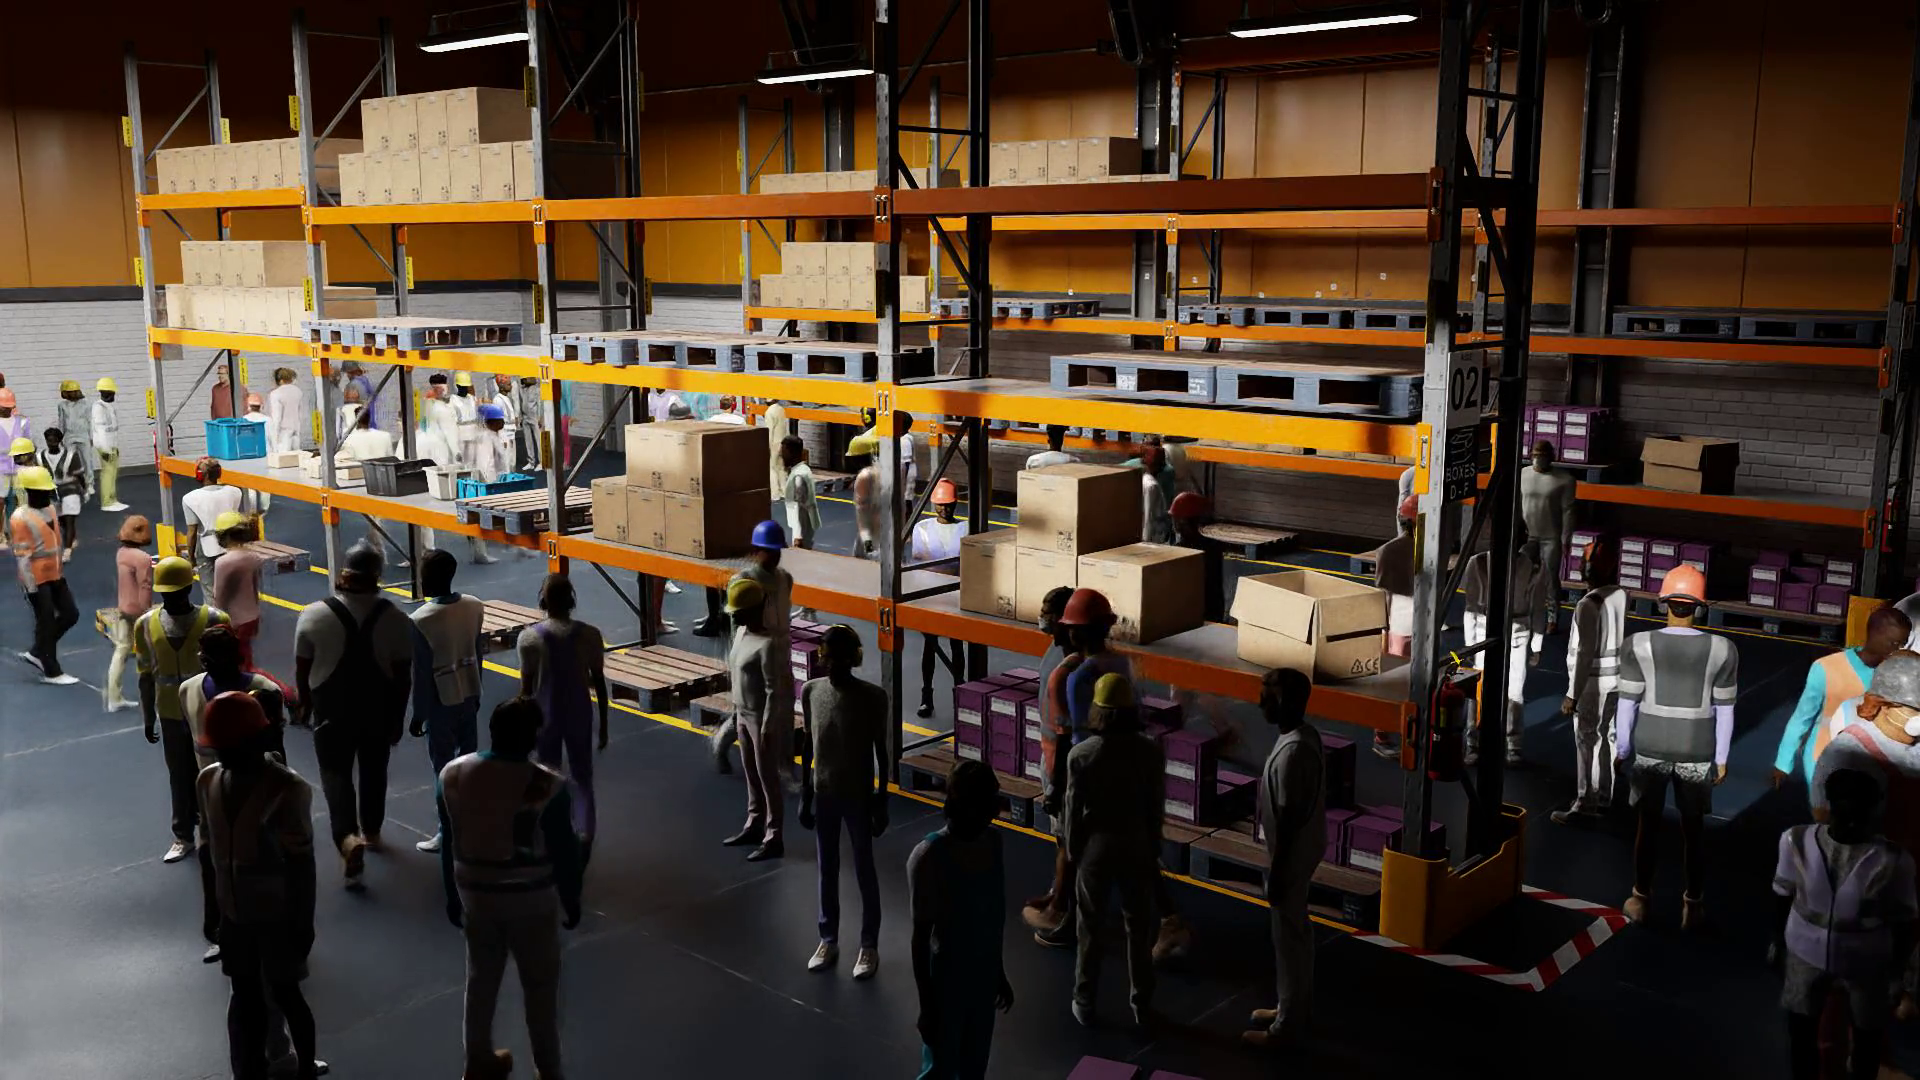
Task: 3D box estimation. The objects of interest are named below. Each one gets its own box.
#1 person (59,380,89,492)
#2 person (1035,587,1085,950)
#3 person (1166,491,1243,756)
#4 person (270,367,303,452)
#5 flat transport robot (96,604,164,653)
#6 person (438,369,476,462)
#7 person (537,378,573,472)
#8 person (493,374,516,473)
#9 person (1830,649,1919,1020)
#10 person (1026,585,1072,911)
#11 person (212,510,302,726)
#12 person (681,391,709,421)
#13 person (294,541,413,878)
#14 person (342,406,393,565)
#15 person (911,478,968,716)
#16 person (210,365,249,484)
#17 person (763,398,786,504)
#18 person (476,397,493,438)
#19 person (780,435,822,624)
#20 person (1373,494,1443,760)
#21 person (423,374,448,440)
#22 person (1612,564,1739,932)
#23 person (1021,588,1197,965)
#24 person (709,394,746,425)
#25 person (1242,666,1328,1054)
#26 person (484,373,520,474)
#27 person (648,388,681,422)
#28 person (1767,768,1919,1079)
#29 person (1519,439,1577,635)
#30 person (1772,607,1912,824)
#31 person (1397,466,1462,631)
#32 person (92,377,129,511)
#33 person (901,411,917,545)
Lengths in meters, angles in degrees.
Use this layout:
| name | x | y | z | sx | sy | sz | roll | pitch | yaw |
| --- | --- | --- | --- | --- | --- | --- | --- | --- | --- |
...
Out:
| name | x | y | z | sx | sy | sz | roll | pitch | yaw |
| --- | --- | --- | --- | --- | --- | --- | --- | --- | --- |
| person | -13.586 | -1.584 | 25.511 | 0.488 | 1.736 | 0.329 | 8 | 13 | 40 |
| person | 0.614 | 1.224 | 8.982 | 0.361 | 1.963 | 0.614 | 5 | 11 | 26 |
| person | 1.778 | 0.617 | 12.438 | 0.618 | 1.968 | 0.945 | -9 | 14 | -42 |
| person | -10.293 | -1.668 | 25.410 | 0.372 | 1.940 | 0.627 | 3 | 10 | 17 |
| flat transport robot | -7.832 | 0.831 | 15.993 | 0.652 | 0.197 | 1.431 | -7 | 12 | -35 |
| person | -8.762 | -2.387 | 29.185 | 0.689 | 2.000 | 0.539 | 3 | 11 | 19 |
| person | -6.786 | -2.097 | 27.814 | 0.650 | 1.941 | 0.906 | 3 | 11 | 19 |
| person | -6.758 | -1.519 | 24.727 | 0.356 | 1.883 | 0.573 | -1 | 10 | -8 |
| person | 4.562 | 1.431 | 8.161 | 0.633 | 1.841 | 0.429 | 5 | 11 | 26 |
| person | 0.581 | 1.200 | 9.194 | 0.359 | 1.938 | 0.635 | -1 | 10 | -8 |
| person | -5.540 | 0.633 | 12.969 | 0.758 | 1.730 | 0.533 | 0 | 10 | 0 |
| person | -4.007 | -1.656 | 25.185 | 0.591 | 2.013 | 0.660 | -9 | 14 | -43 |
| person | -3.654 | 0.989 | 10.100 | 0.681 | 2.000 | 0.945 | -5 | 11 | -25 |
| person | -7.132 | -0.666 | 19.927 | 0.617 | 1.863 | 1.003 | -10 | 14 | -43 |
| person | -0.121 | 0.461 | 13.377 | 0.542 | 1.938 | 0.357 | 0 | 10 | 0 |
| person | -11.598 | -1.822 | 26.374 | 0.651 | 1.906 | 0.409 | 2 | 10 | 14 |
| person | -2.762 | -1.404 | 24.495 | 0.379 | 1.738 | 0.594 | 3 | 10 | 14 |
| person | -6.711 | -1.218 | 23.711 | 0.311 | 1.640 | 0.512 | -2 | 10 | -9 |
| person | -1.589 | -0.104 | 16.679 | 0.410 | 1.908 | 0.595 | -1 | 10 | -6 |
| person | 3.323 | 0.635 | 12.274 | 0.639 | 1.986 | 0.415 | -5 | 11 | -28 |
| person | -7.444 | -1.404 | 23.836 | 0.367 | 1.966 | 0.603 | -9 | 13 | -41 |
| person | 3.937 | 1.147 | 9.199 | 0.605 | 2.045 | 0.388 | 3 | 11 | 18 |
| person | 0.791 | 1.247 | 8.787 | 1.037 | 2.005 | 0.605 | 8 | 13 | 39 |
| person | -3.072 | -1.015 | 22.017 | 0.560 | 1.836 | 0.394 | 5 | 11 | 25 |
| person | 1.547 | 1.493 | 7.826 | 0.342 | 1.840 | 0.504 | 3 | 11 | 19 |
| person | -7.621 | -2.067 | 27.636 | 0.617 | 1.946 | 0.396 | 2 | 10 | 11 |
| person | -4.427 | -1.548 | 24.708 | 0.606 | 1.948 | 0.391 | 1 | 10 | 7 |
| person | 3.674 | 1.734 | 6.939 | 0.554 | 1.674 | 0.482 | 8 | 13 | 39 |
| person | 5.646 | -0.031 | 16.224 | 0.642 | 1.926 | 0.394 | 6 | 12 | 30 |
| person | 4.820 | 1.253 | 9.098 | 0.621 | 1.868 | 0.610 | -3 | 10 | -14 |
| person | 4.620 | -0.049 | 16.346 | 0.642 | 1.909 | 0.410 | 0 | 10 | 0 |
| person | -12.162 | -1.372 | 23.778 | 0.388 | 1.923 | 0.594 | -2 | 10 | -12 |
| person | -0.704 | -0.787 | 21.114 | 0.318 | 1.697 | 0.535 | -1 | 10 | -4 |
